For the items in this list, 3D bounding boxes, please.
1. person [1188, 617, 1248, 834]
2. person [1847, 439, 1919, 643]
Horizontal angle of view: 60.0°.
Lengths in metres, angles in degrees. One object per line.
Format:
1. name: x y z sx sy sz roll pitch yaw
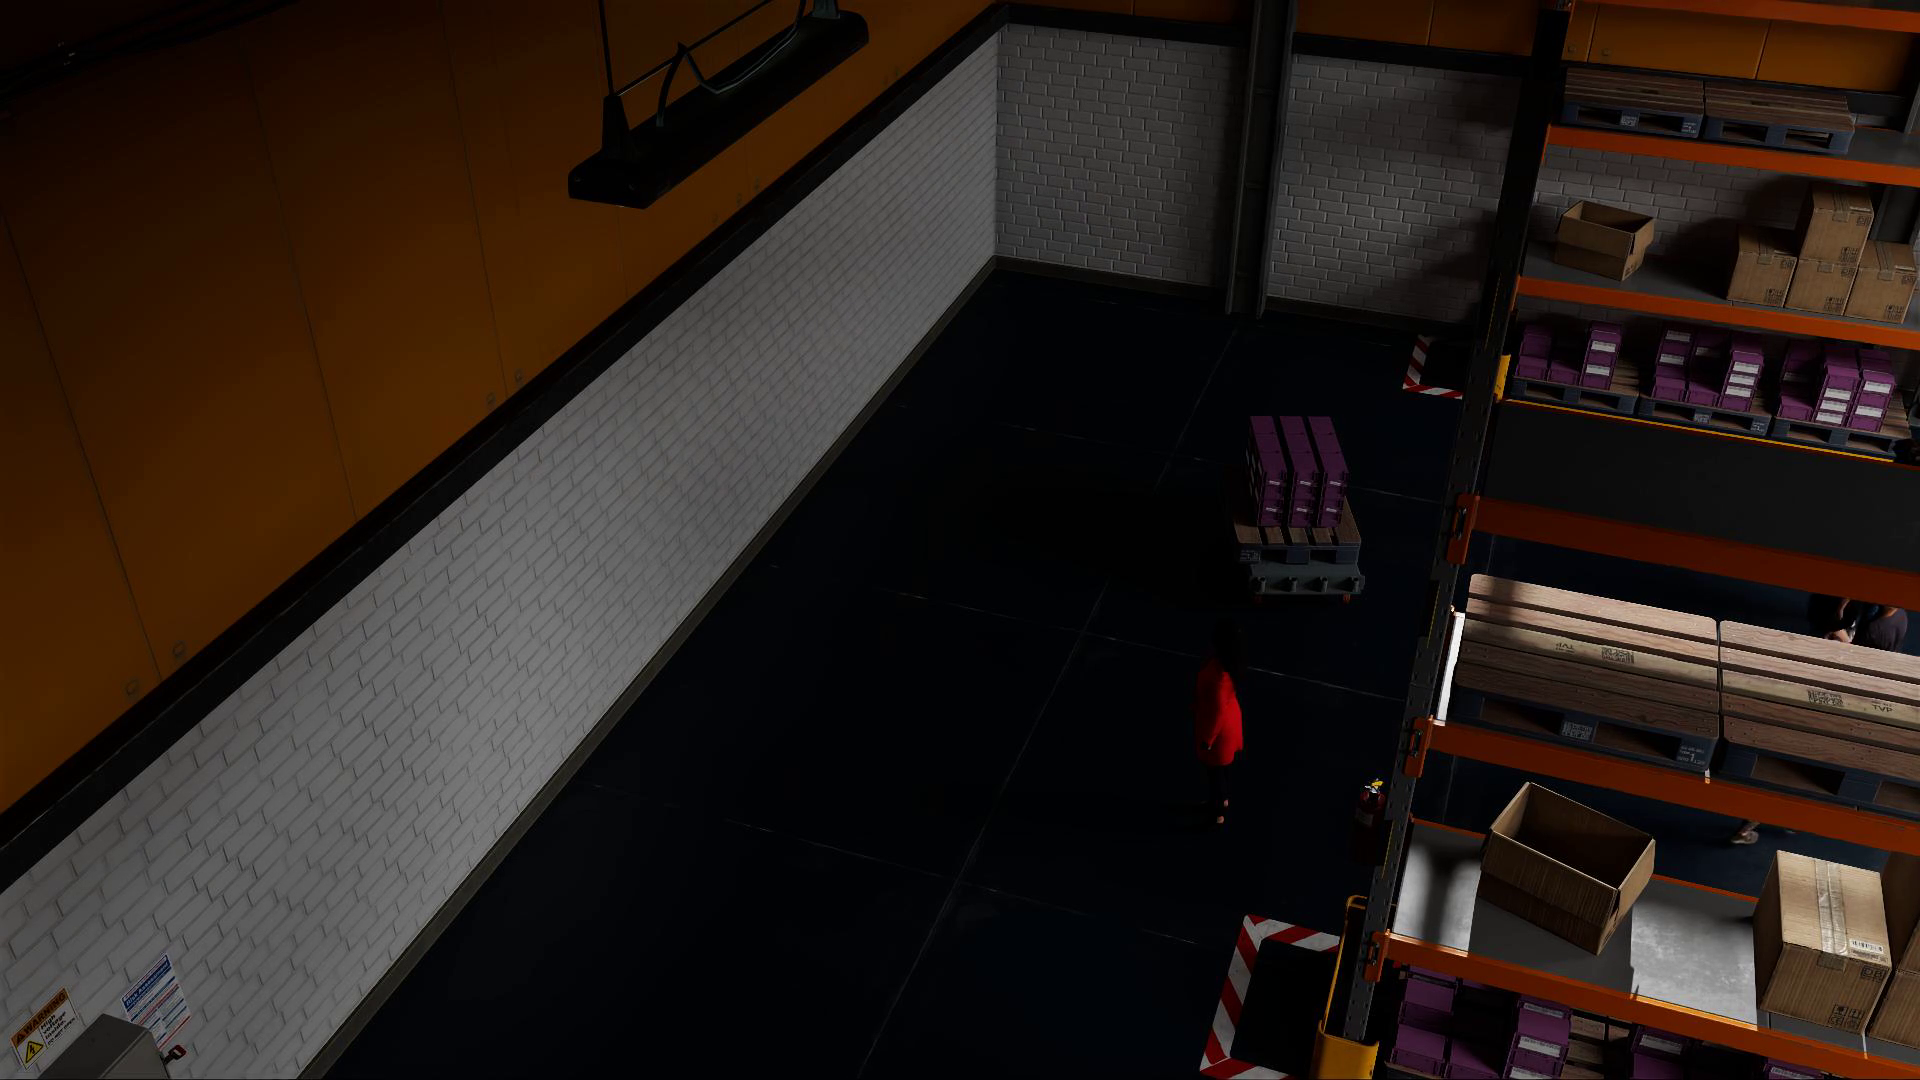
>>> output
1. person: 1.733 1.243 11.131 0.597 1.747 0.611 12 36 18
2. person: 7.160 0.009 12.930 0.670 1.811 0.735 2 34 4
